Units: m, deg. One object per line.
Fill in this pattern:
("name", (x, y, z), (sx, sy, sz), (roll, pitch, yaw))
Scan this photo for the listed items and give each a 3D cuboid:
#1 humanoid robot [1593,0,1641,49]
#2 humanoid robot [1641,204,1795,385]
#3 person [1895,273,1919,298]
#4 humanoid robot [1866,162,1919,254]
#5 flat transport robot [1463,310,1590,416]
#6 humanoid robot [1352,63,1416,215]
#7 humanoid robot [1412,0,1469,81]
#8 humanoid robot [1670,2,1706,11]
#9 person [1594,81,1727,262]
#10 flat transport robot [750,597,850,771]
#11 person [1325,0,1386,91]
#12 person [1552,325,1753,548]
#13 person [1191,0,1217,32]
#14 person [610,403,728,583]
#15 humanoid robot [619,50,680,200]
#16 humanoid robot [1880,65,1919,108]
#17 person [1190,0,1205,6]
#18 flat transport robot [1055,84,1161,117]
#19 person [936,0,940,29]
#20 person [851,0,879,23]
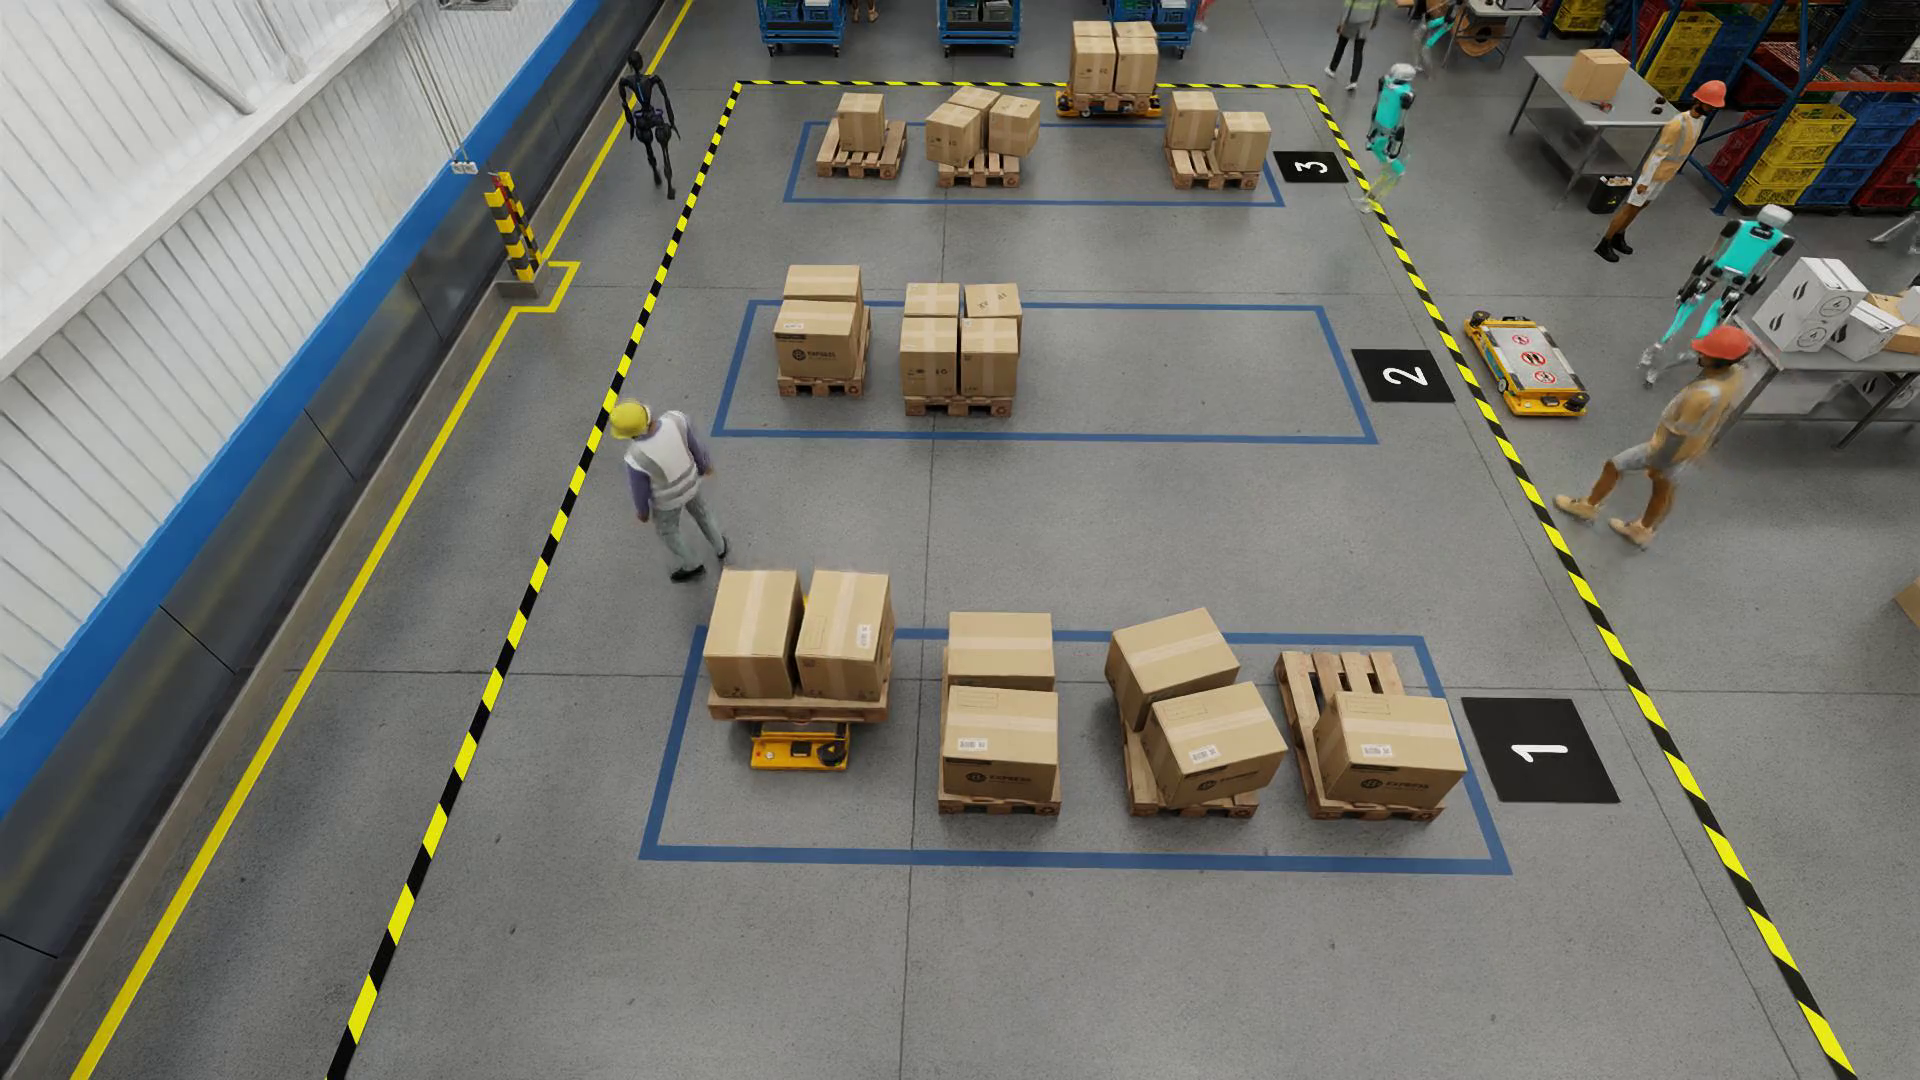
("humanoid robot", (9.667, -7.826, 13.372), (0.335, 1.654, 0.612), (-1, 49, -1))
("humanoid robot", (6.851, -2.132, 8.405), (0.547, 1.743, 0.898), (32, 56, 25))
("person", (10.366, -3.168, 9.243), (0.336, 1.838, 0.506), (-28, 55, -22))
("humanoid robot", (10.697, -3.833, 9.954), (0.810, 1.893, 0.574), (1, 49, 1))
("flat transport robot", (5.573, -1.757, 9.054), (0.659, 0.231, 1.431), (1, 49, 1))
("humanoid robot", (4.988, -4.569, 10.524), (0.793, 1.769, 0.573), (-14, 51, -12))
("humanoid robot", (6.877, -7.544, 13.105), (0.796, 1.794, 0.551), (21, 52, 18))
("humanoid robot", (10.382, -7.593, 13.174), (0.387, 1.653, 0.615), (1, 49, 1))
("person", (7.530, -3.932, 9.833), (0.550, 1.934, 0.371), (-26, 54, -21))
("flat transport robot", (-1.091, 0.979, 6.667), (0.652, 0.197, 1.431), (1, 49, 1))
("person", (5.611, -7.325, 12.851), (0.599, 1.814, 0.906), (2, 49, 2))
("person", (5.423, -0.815, 7.090), (0.668, 2.001, 0.874), (-25, 54, -20))
("person", (3.876, -8.889, 14.152), (0.489, 1.897, 0.604), (1, 49, 1))
("person", (-2.143, -0.393, 6.871), (0.407, 1.788, 0.676), (25, 54, 20))
("humanoid robot", (-3.670, -4.968, 10.911), (0.590, 1.634, 0.658), (-7, 50, -6))
("humanoid robot", (12.535, -6.097, 11.883), (0.489, 1.642, 0.593), (-5, 49, -4))
("person", (3.714, -9.534, 14.762), (1.009, 1.800, 0.558), (-17, 51, -14))
("flat transport robot", (2.074, -6.202, 12.883), (1.431, 0.197, 0.652), (1, 49, 1))
("person", (-0.208, -8.968, 14.237), (0.534, 1.869, 0.314), (12, 50, 10))
("person", (-1.591, -9.242, 14.361), (0.607, 2.044, 0.367), (3, 49, 2))
